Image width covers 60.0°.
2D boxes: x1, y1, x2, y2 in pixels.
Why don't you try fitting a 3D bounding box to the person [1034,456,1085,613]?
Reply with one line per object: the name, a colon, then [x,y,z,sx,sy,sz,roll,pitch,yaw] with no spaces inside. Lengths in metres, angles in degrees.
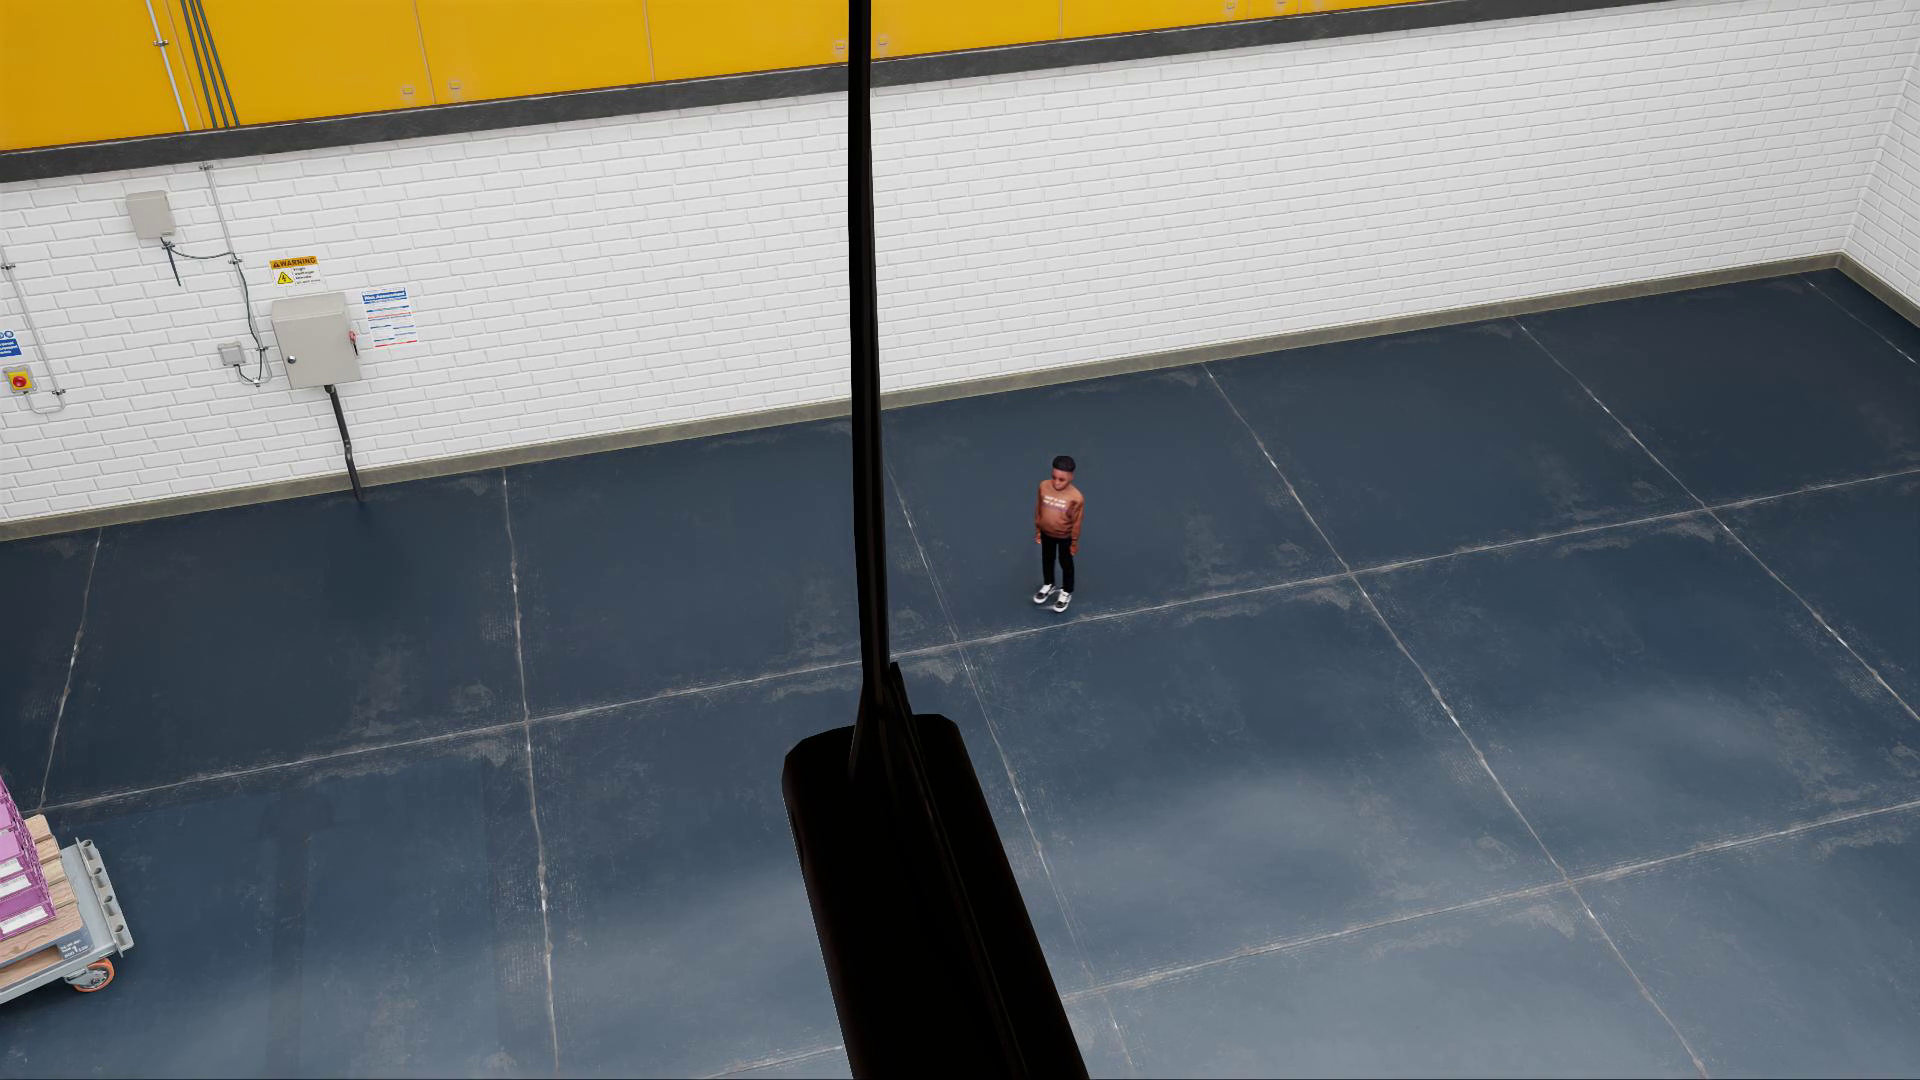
person: [0.696,-0.076,11.627,0.583,1.255,0.649,22,43,25]
